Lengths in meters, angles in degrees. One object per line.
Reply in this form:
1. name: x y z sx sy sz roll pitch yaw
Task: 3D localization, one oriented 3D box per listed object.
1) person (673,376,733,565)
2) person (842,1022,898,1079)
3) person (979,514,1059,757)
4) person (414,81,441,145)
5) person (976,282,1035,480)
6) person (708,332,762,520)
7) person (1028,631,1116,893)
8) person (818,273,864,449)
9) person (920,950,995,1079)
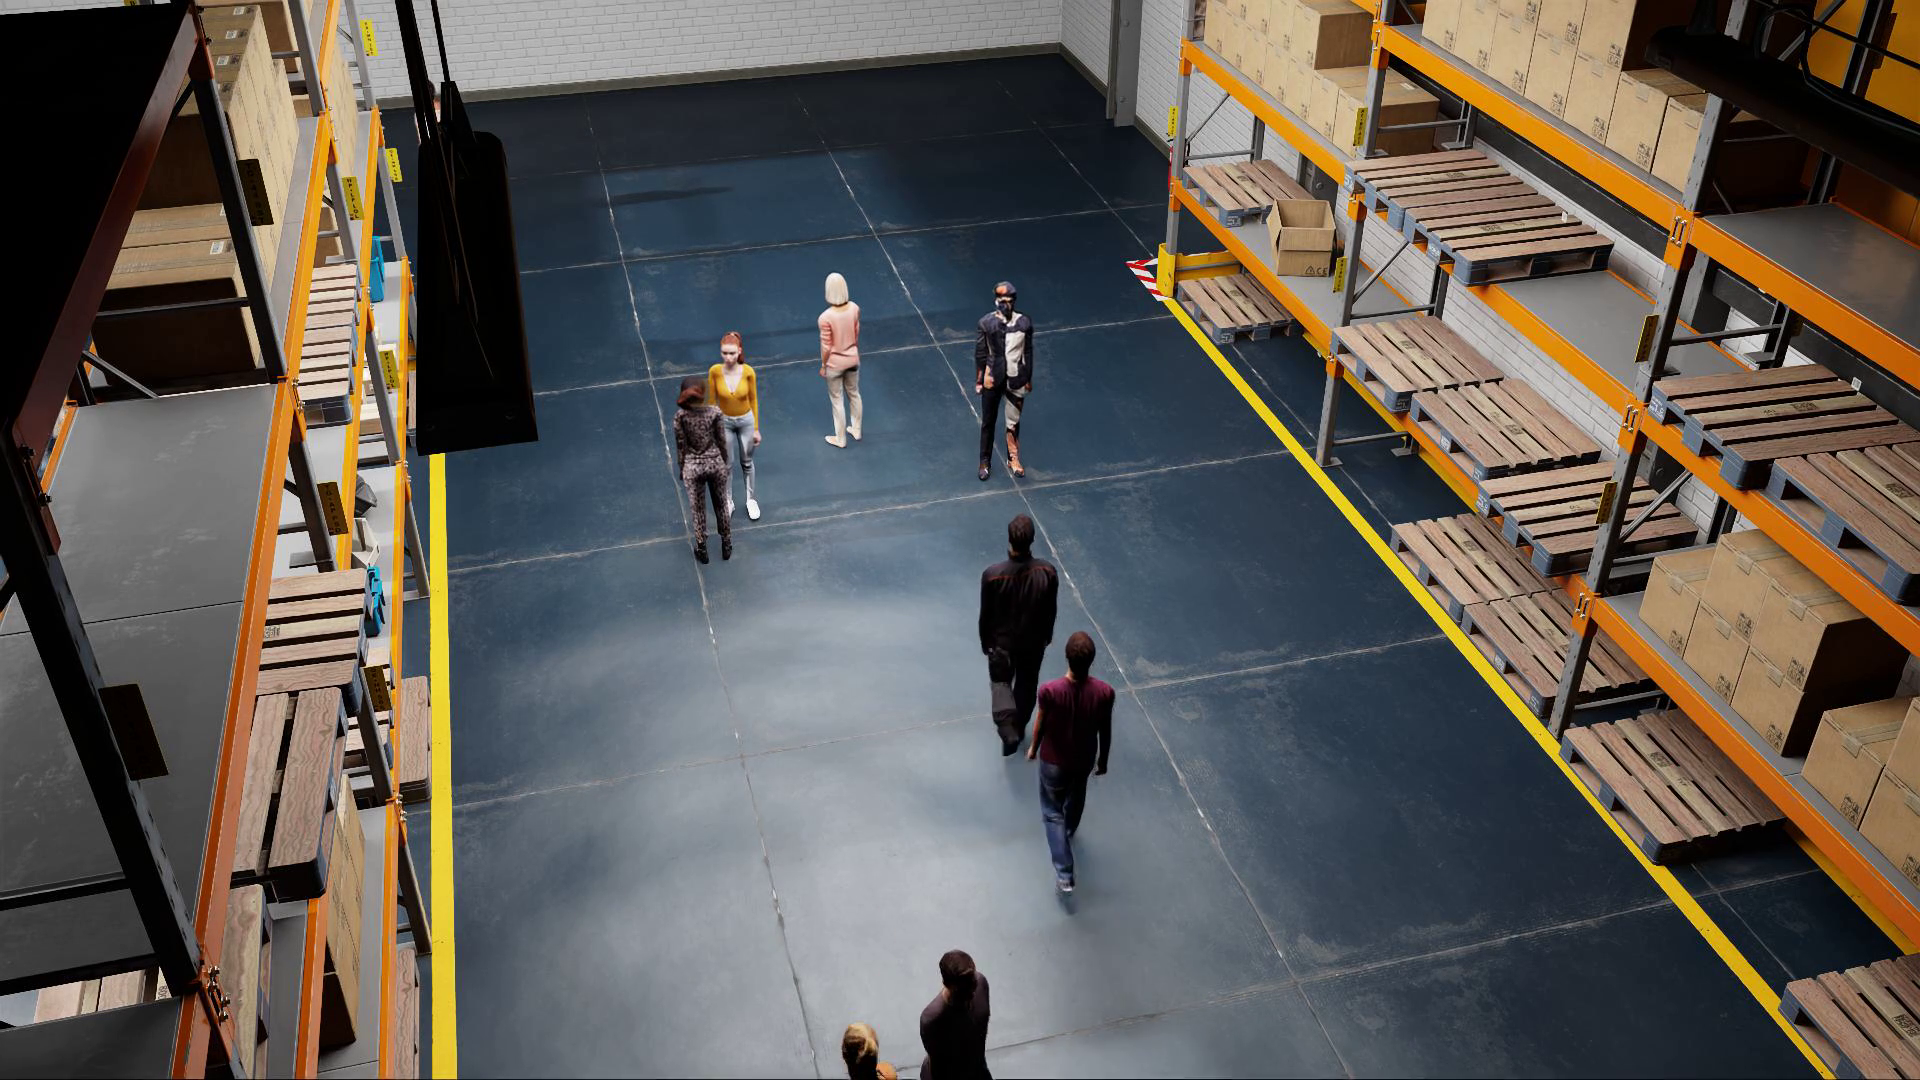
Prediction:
1. person: -2.125 -0.587 13.780 0.570 1.714 0.520 -9 35 -14
2. person: -0.392 3.125 8.107 0.923 1.812 0.834 6 34 8
3. person: 0.416 0.711 11.634 0.799 1.928 1.003 -3 34 -5
4. person: -6.227 -4.686 19.973 0.669 1.685 0.631 -12 35 -17
5. person: 0.394 -1.441 14.903 0.708 1.892 0.636 -3 34 -5
6. person: -1.936 -0.982 14.340 0.625 1.751 0.611 -3 34 -4
7. person: 0.701 1.435 10.642 0.753 1.819 1.161 -5 34 -8
8. person: -1.098 -1.665 15.392 0.678 1.724 0.667 -25 41 -33
9. person: -0.095 2.740 8.663 0.899 1.837 0.836 24 40 31
